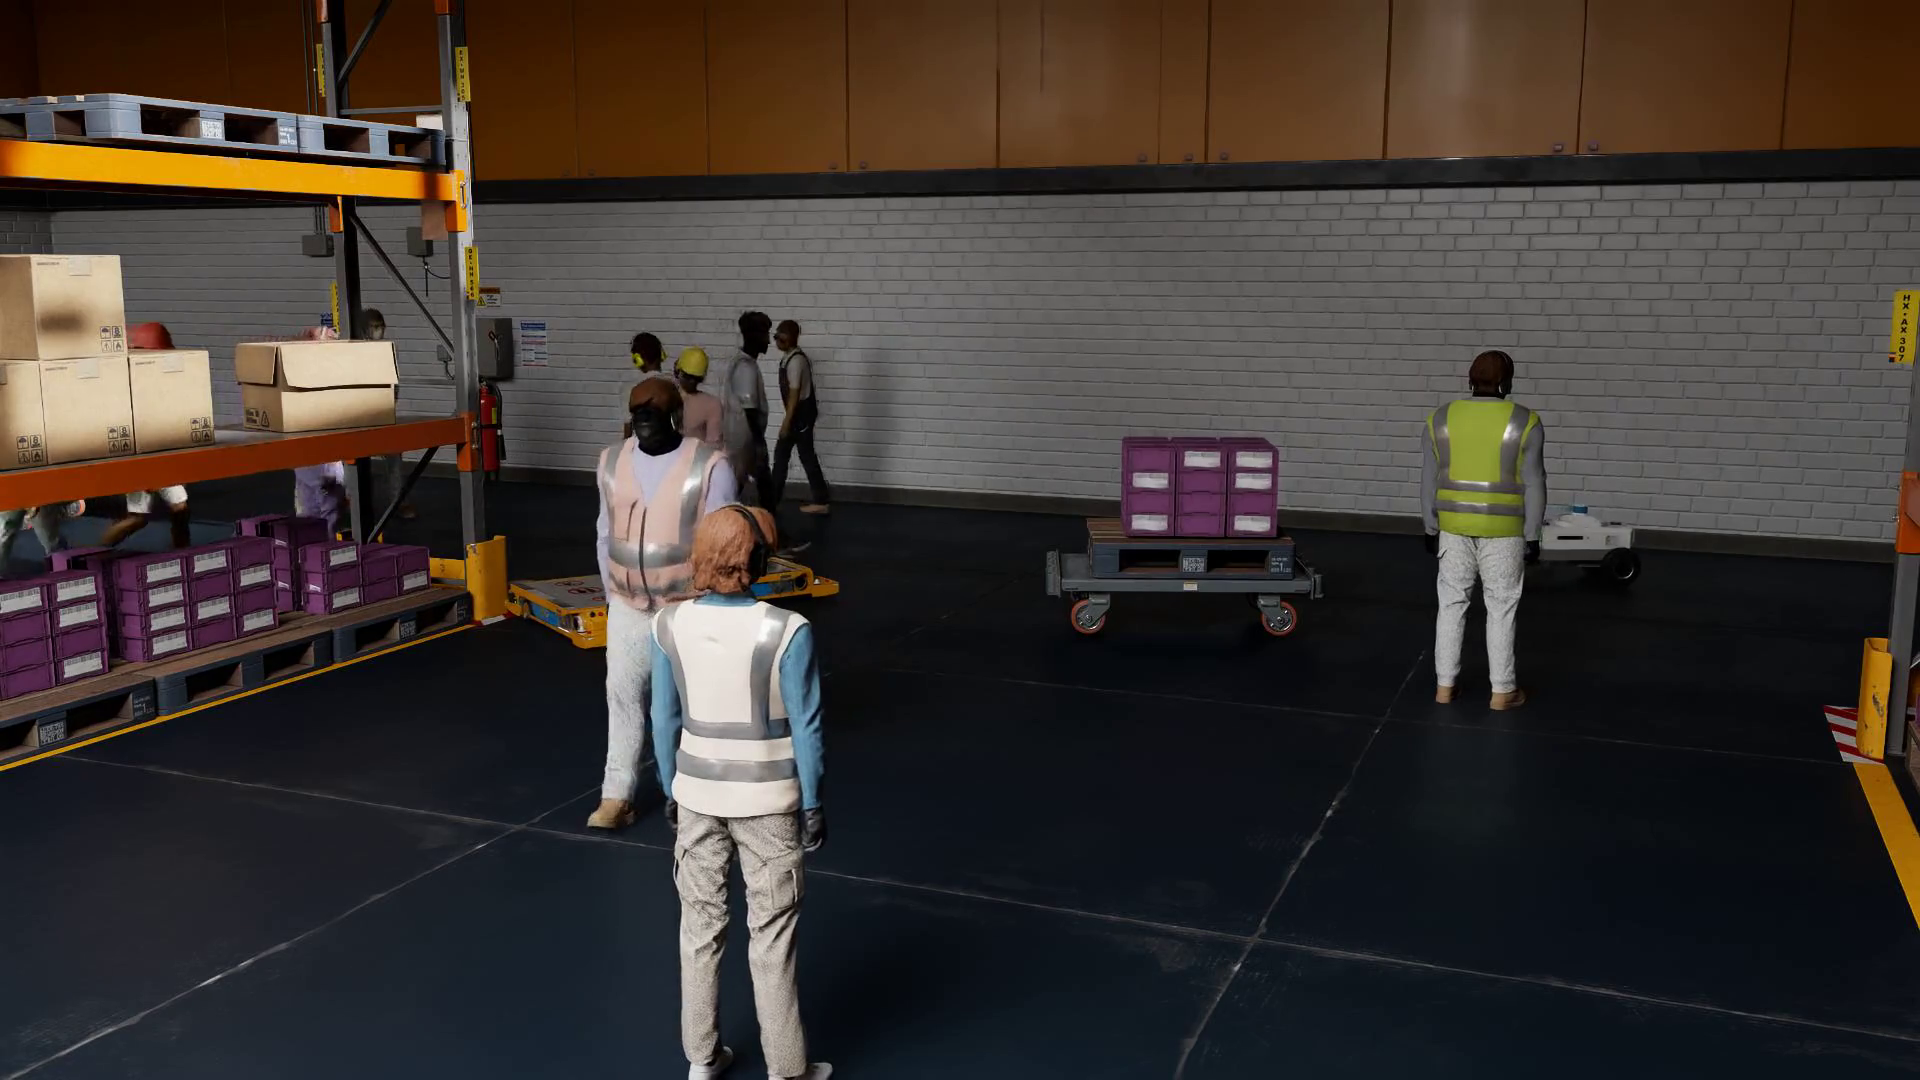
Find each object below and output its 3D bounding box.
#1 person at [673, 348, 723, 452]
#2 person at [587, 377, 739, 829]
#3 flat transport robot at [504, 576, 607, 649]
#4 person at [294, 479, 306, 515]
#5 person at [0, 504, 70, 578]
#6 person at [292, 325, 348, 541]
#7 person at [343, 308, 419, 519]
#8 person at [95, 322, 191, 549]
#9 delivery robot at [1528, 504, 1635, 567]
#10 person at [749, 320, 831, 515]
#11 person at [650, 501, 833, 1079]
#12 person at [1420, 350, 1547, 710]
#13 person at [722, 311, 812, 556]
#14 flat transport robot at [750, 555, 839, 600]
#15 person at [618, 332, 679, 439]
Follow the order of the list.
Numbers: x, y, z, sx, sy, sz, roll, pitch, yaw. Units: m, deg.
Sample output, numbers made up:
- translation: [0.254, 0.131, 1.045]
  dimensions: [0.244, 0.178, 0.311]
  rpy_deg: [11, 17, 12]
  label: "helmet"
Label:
- translation: [-1.863, -0.430, 11.183]
  dimensions: [0.576, 1.722, 0.427]
  rpy_deg: [1, 9, 5]
  label: "person"
- translation: [-1.232, 0.263, 6.716]
  dimensions: [0.645, 1.808, 0.856]
  rpy_deg: [2, 10, 12]
  label: "person"
- translation: [-2.307, 0.422, 10.433]
  dimensions: [0.652, 0.197, 1.431]
  rpy_deg: [-6, 11, -33]
  label: "flat transport robot"
- translation: [-5.546, -0.877, 14.197]
  dimensions: [0.355, 1.619, 0.521]
  rpy_deg: [8, 13, 41]
  label: "person"
- translation: [-5.945, -0.294, 10.443]
  dimensions: [0.505, 1.687, 0.889]
  rpy_deg: [4, 10, 21]
  label: "person"
- translation: [-4.470, -0.539, 11.432]
  dimensions: [0.626, 1.869, 0.688]
  rpy_deg: [-8, 12, -40]
  label: "person"
- translation: [-5.338, -1.149, 15.061]
  dimensions: [0.987, 1.898, 0.618]
  rpy_deg: [8, 12, 40]
  label: "person"
- translation: [-5.635, -0.538, 11.387]
  dimensions: [0.920, 1.901, 0.556]
  rpy_deg: [-1, 9, -8]
  label: "person"
- translation: [4.438, -0.014, 11.933]
  dimensions: [0.707, 0.478, 0.477]
  rpy_deg: [0, 9, 0]
  label: "delivery robot"
- translation: [-1.546, -1.090, 15.009]
  dimensions: [0.830, 1.785, 0.597]
  rpy_deg: [-3, 10, -18]
  label: "person"
- translation: [-0.595, 0.717, 4.505]
  dimensions: [0.513, 1.642, 0.313]
  rpy_deg: [4, 10, 22]
  label: "person"
- translation: [2.692, -0.053, 8.565]
  dimensions: [0.627, 1.843, 0.429]
  rpy_deg: [6, 11, 34]
  label: "person"
- translation: [-1.527, -0.780, 12.732]
  dimensions: [0.921, 1.916, 0.636]
  rpy_deg: [-2, 10, -10]
  label: "person"
- translation: [-1.597, 0.293, 11.218]
  dimensions: [1.431, 0.197, 0.652]
  rpy_deg: [-6, 11, -33]
  label: "flat transport robot"
- translation: [-1.997, -0.475, 11.174]
  dimensions: [0.585, 1.828, 0.624]
  rpy_deg: [-1, 9, -5]
  label: "person"
